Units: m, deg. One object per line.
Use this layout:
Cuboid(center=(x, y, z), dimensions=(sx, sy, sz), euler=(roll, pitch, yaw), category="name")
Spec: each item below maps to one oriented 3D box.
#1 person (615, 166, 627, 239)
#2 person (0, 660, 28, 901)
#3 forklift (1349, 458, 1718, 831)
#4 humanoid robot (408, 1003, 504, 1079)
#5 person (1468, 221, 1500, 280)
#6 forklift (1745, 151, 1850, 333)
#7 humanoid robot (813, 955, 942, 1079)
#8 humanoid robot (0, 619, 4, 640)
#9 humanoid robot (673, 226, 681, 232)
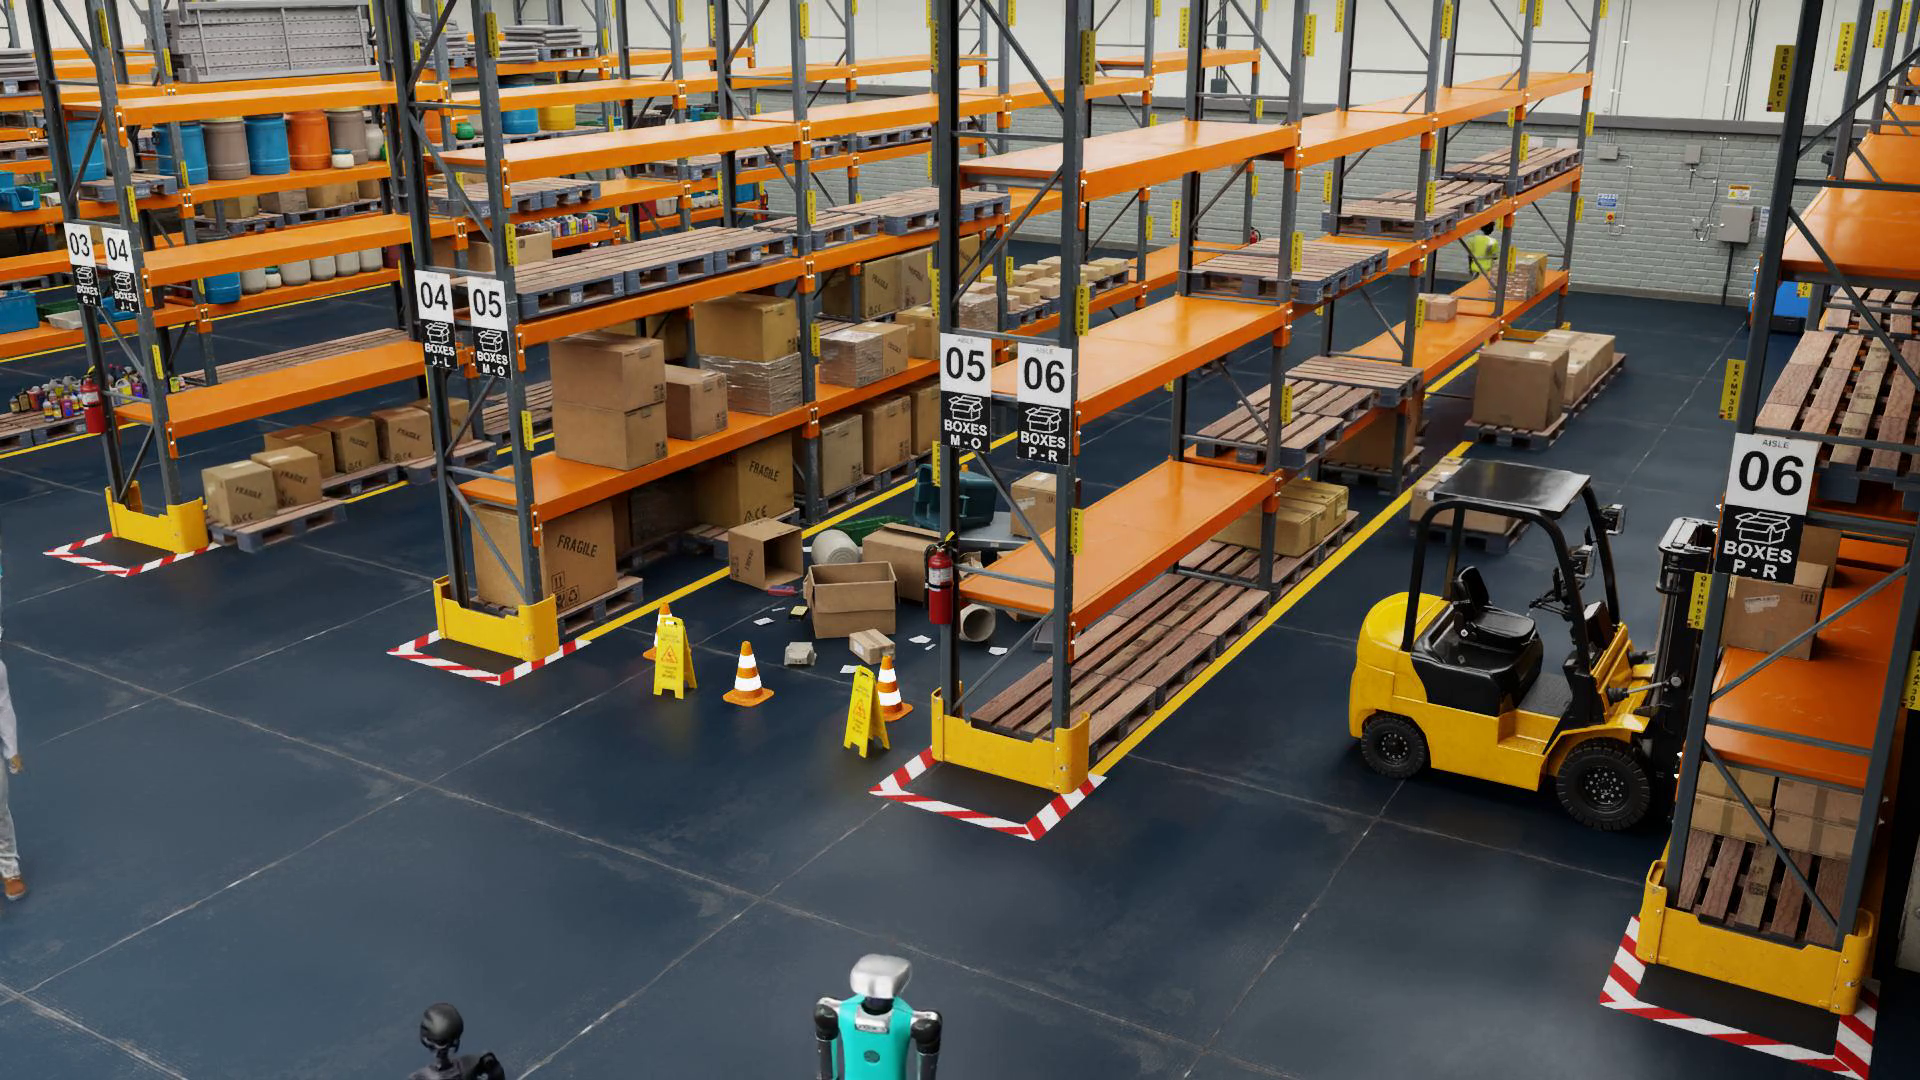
Cuboid(center=(-6.966, -7.114, 34.907), dimensions=(0.541, 1.753, 0.936), euler=(-11, 22, -28), category="person")
Cuboid(center=(-6.107, 1.341, 10.187), dimensions=(0.634, 1.936, 0.353), euler=(-11, 22, -29), category="person")
Cuboid(center=(3.988, 0.658, 11.776), dimensions=(2.313, 2.155, 1.214), euler=(11, 22, 29), category="forklift")
Cuboid(center=(-2.134, 2.650, 6.846), dimensions=(0.601, 1.642, 0.606), euler=(-17, 25, -39), category="humanoid robot")
Cuboid(center=(8.670, -4.435, 27.296), dimensions=(0.796, 1.668, 0.544), euler=(-11, 22, -29), category="person")
Cuboid(center=(13.620, -4.667, 26.137), dimensions=(1.873, 2.768, 1.129), euler=(11, 22, 29), category="forklift")
Cuboid(center=(-0.307, 2.480, 7.158), dimensions=(0.545, 1.767, 0.673), euler=(3, 19, 10), category="humanoid robot")
Cuboid(center=(-8.293, 0.215, 13.822), dimensions=(0.538, 1.779, 1.025), euler=(-3, 19, -10), category="humanoid robot")
Cuboid(center=(-6.304, -7.629, 36.526), dimensions=(0.600, 1.635, 0.572), euler=(-17, 25, -39), category="humanoid robot")
